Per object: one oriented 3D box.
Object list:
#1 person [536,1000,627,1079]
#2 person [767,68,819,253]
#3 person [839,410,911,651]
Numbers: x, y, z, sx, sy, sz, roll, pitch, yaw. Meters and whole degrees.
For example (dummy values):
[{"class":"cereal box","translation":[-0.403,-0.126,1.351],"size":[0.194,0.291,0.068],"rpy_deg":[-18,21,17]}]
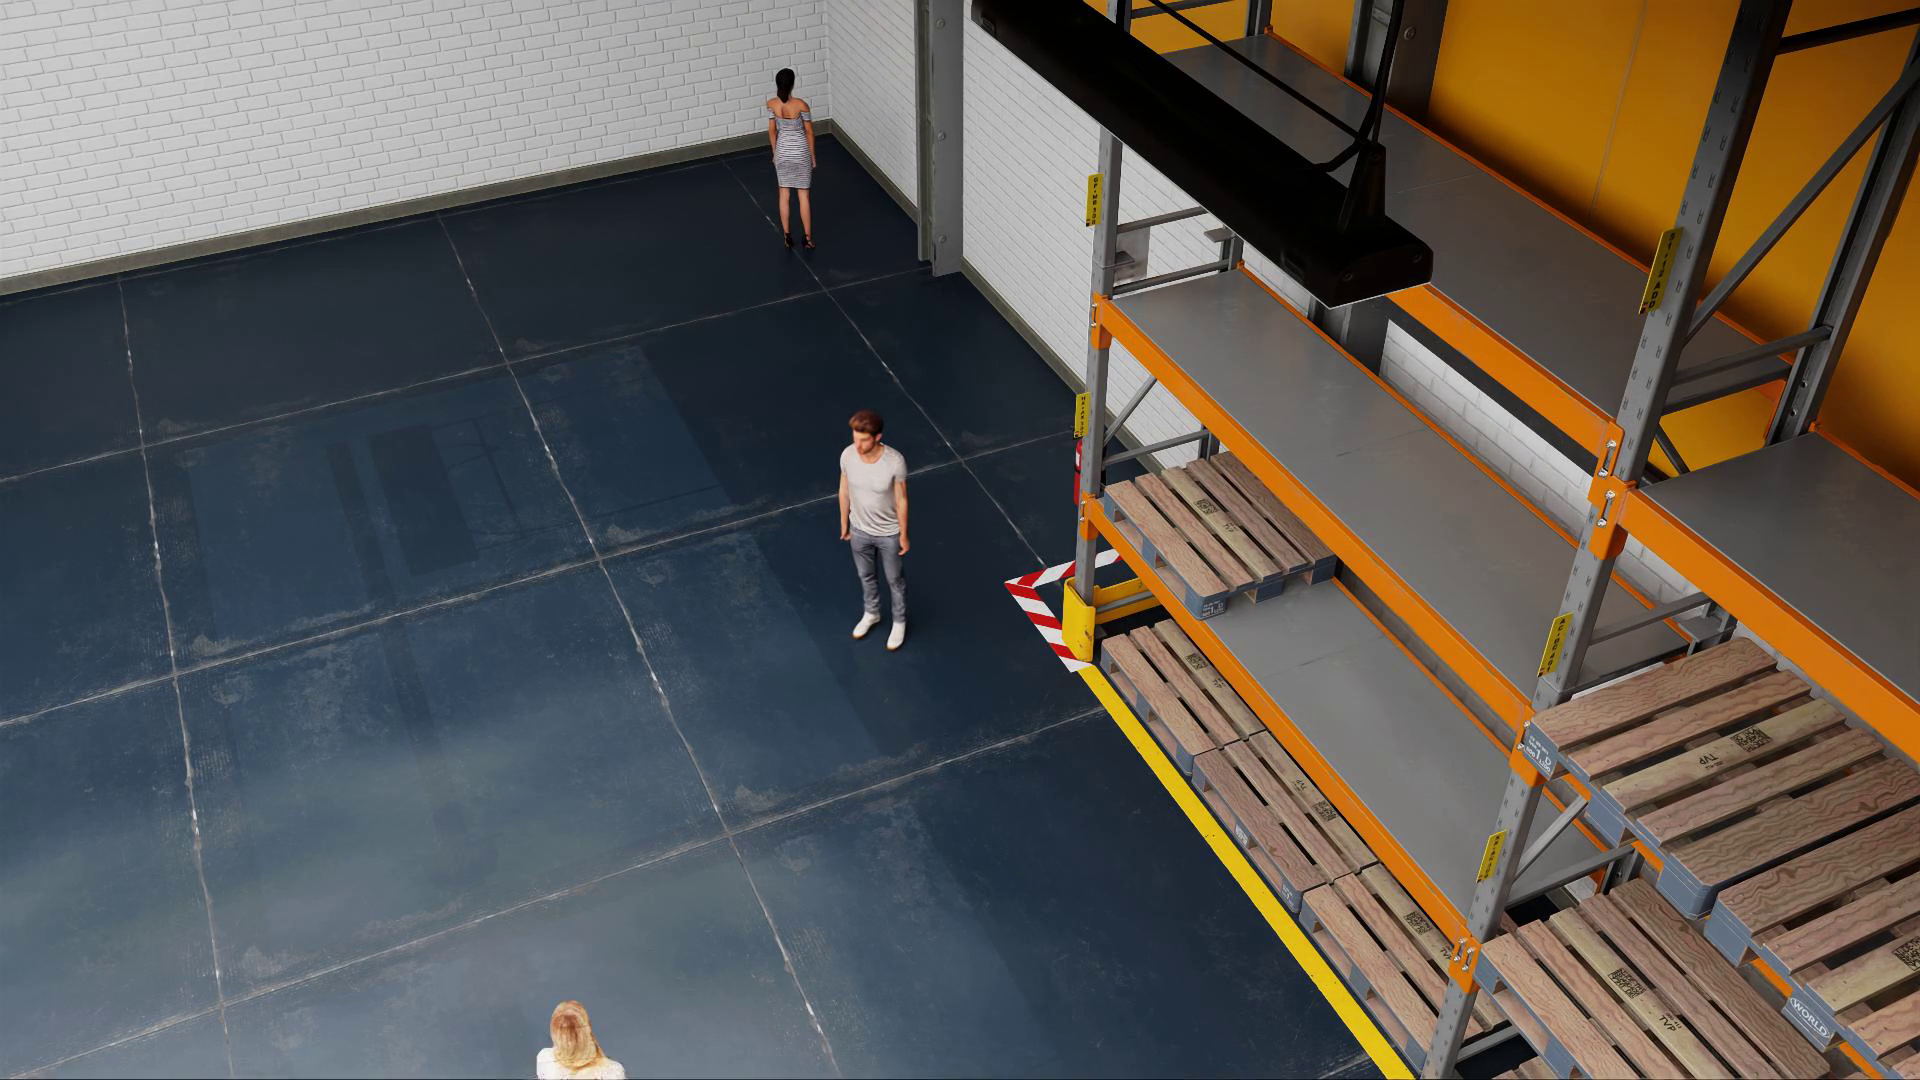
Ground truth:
[{"class":"person","translation":[-1.722,2.883,7.639],"size":[1.071,1.767,1.266],"rpy_deg":[8,39,10]},{"class":"person","translation":[-1.579,-3.577,15.683],"size":[0.682,1.822,0.721],"rpy_deg":[9,39,11]},{"class":"person","translation":[-0.559,-0.101,11.279],"size":[0.749,1.887,0.806],"rpy_deg":[12,40,15]}]
